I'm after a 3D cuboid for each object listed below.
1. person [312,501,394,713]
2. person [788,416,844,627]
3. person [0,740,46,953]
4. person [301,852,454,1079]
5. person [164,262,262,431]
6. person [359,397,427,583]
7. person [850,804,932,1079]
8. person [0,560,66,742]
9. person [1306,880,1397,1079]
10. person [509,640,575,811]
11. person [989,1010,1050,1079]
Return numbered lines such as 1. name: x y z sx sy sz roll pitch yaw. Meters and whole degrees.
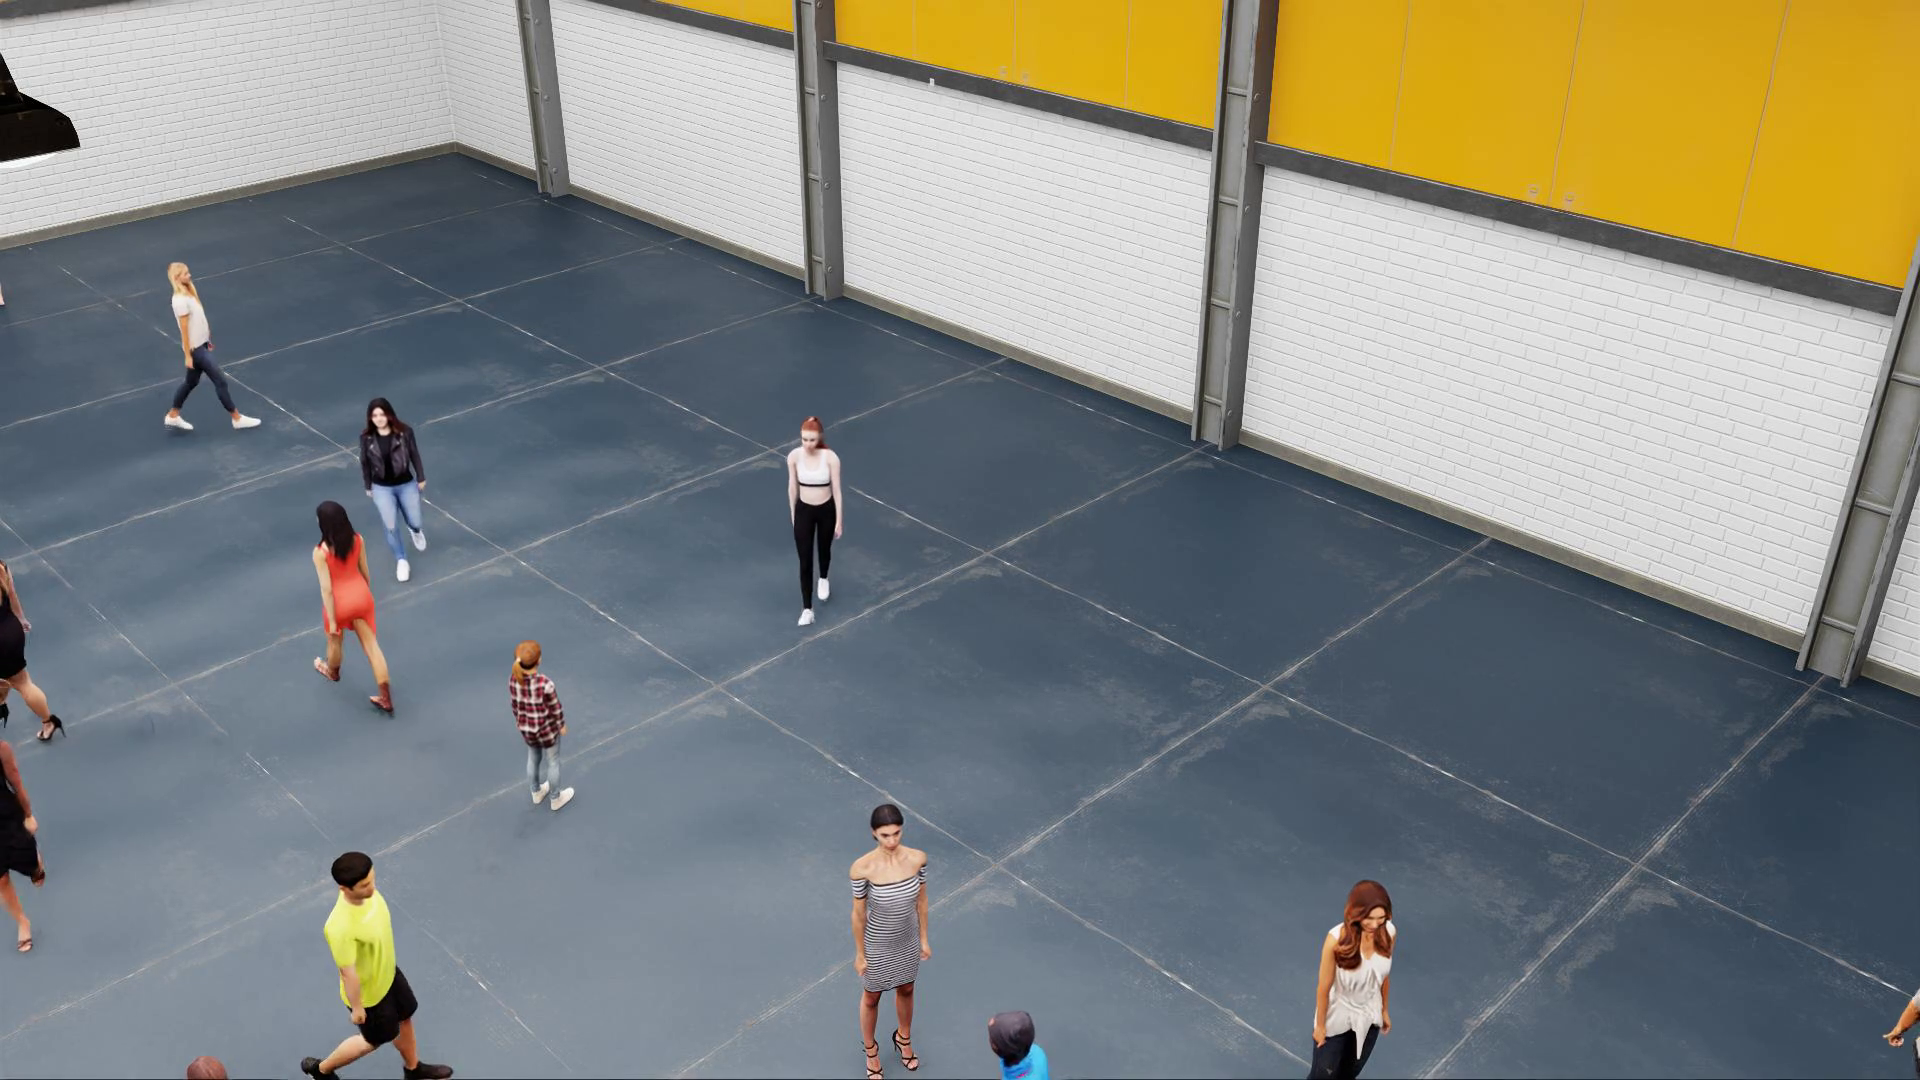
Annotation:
1. person: -4.433 0.532 12.221 1.121 1.669 0.707 21 35 33
2. person: -1.150 -0.224 13.570 1.105 1.705 1.126 1 29 2
3. person: -5.831 1.673 10.067 0.773 1.729 0.943 -11 31 -20
4. person: -3.236 2.347 8.876 1.067 1.685 1.016 -1 29 -3
5. person: -7.683 -1.872 16.521 1.047 1.771 1.161 -7 29 -13
6. person: -4.805 -0.477 14.120 0.842 1.622 0.931 -8 30 -14
7. person: -0.385 2.187 9.027 0.662 1.822 0.652 -12 31 -21
8. person: -6.753 0.726 11.847 1.012 1.687 0.959 -1 29 -2
9. person: 1.992 2.457 8.574 0.670 1.782 0.658 -10 30 -18
10. person: -2.855 1.256 11.272 0.577 1.306 0.674 11 30 19
11. person: 0.379 2.913 7.738 0.753 1.781 0.741 7 29 13
